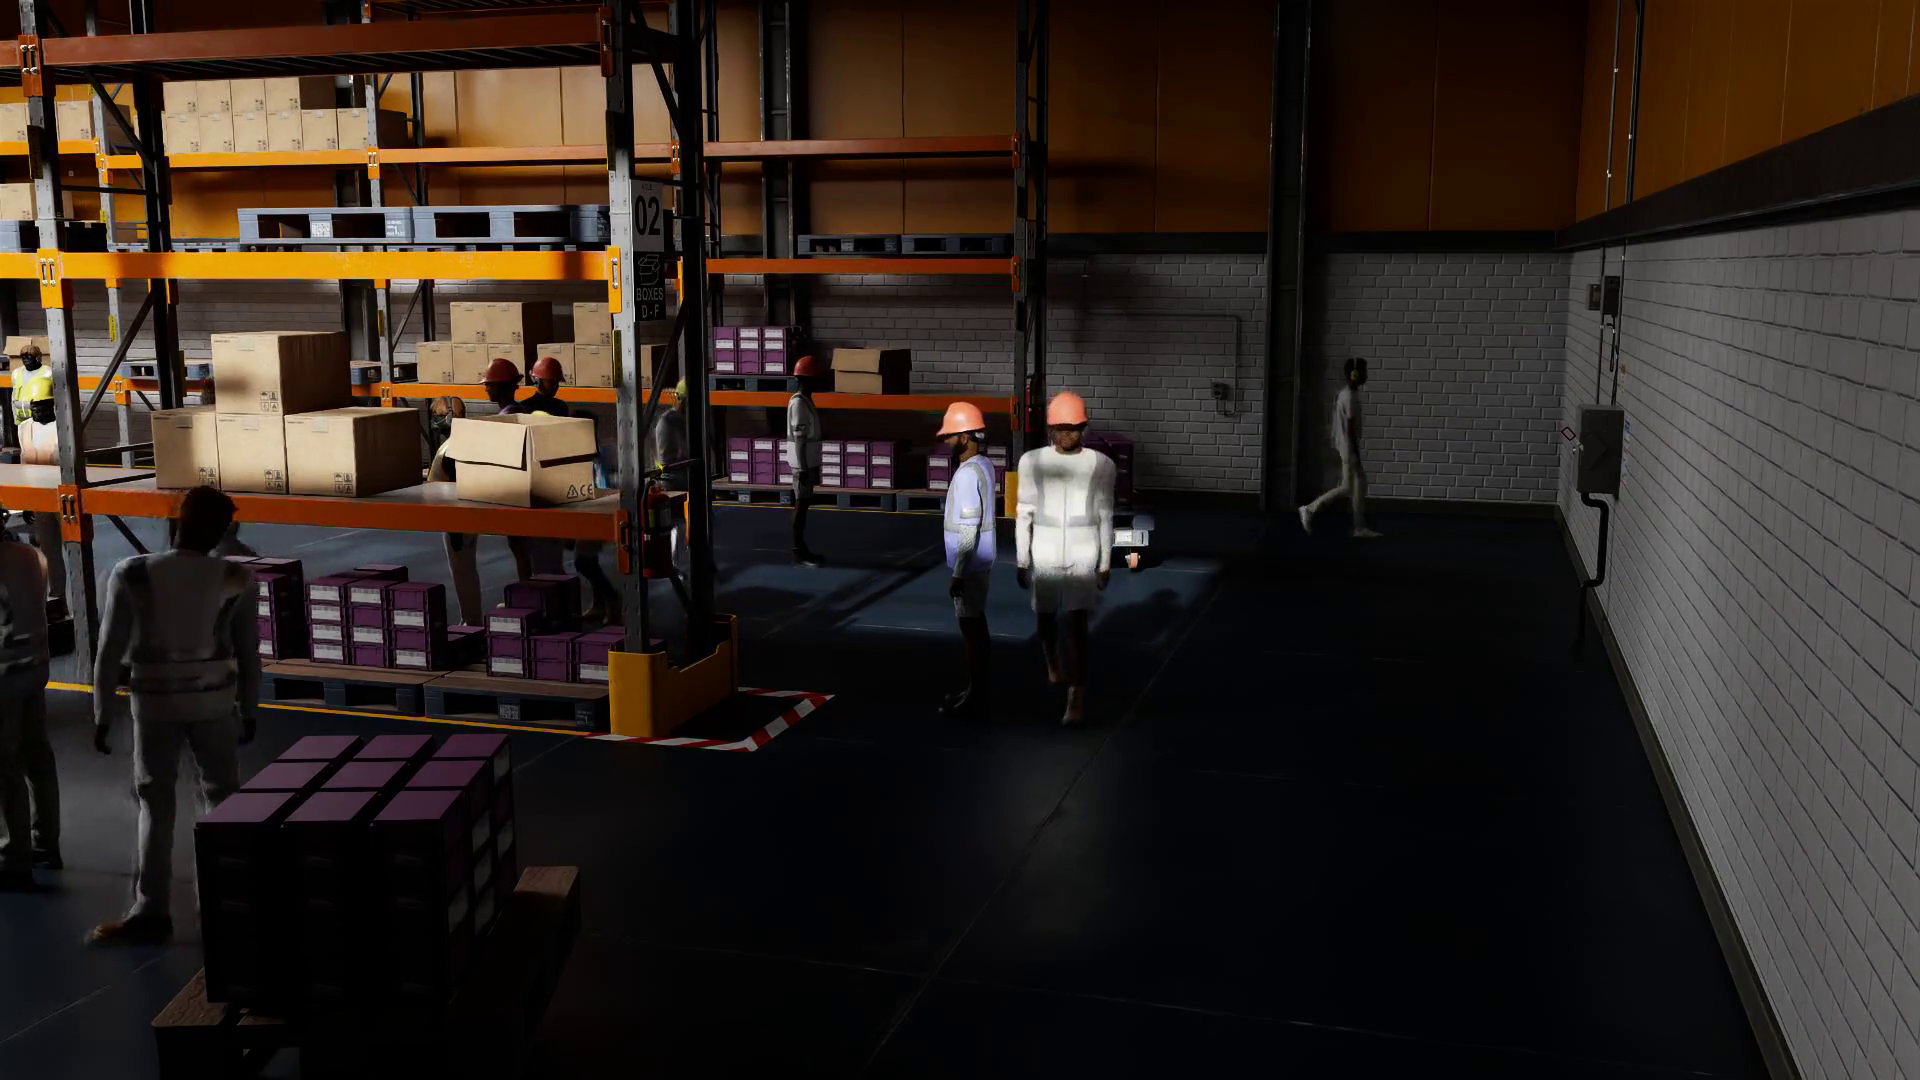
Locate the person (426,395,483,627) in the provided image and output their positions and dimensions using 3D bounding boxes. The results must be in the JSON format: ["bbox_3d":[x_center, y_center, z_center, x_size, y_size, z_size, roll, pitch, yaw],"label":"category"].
[{"bbox_3d":[-3.622,-0.123,11.964,0.430,1.836,0.619,-2,10,-13],"label":"person"}]

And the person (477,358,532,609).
[{"bbox_3d":[-3.506,-0.385,12.906,0.391,2.041,0.615,-2,9,-10],"label":"person"}]

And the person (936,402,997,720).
[{"bbox_3d":[0.037,0.126,10.116,0.359,1.936,0.544,2,9,10],"label":"person"}]

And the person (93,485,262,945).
[{"bbox_3d":[-3.242,0.713,6.818,0.738,1.863,0.350,-5,10,-26],"label":"person"}]

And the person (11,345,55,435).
[{"bbox_3d":[-10.944,-1.396,19.721,0.624,1.837,0.428,1,9,9],"label":"person"}]

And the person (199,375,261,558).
[{"bbox_3d":[-5.769,-0.362,13.143,0.732,1.924,0.651,-8,12,-41],"label":"person"}]

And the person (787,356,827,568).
[{"bbox_3d":[-1.392,-0.715,15.238,0.373,1.934,0.551,0,9,0],"label":"person"}]

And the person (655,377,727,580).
[{"bbox_3d":[-2.327,-0.518,14.445,0.750,1.797,0.630,6,11,34],"label":"person"}]

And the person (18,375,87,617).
[{"bbox_3d":[-6.994,-0.310,12.832,0.587,1.919,0.399,3,10,16],"label":"person"}]

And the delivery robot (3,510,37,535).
[{"bbox_3d":[-9.231,-0.195,15.987,0.477,0.478,0.707,2,10,13],"label":"delivery robot"}]

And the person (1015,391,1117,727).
[{"bbox_3d":[0.648,0.076,10.239,0.611,2.018,0.901,1,9,6],"label":"person"}]

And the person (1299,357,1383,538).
[{"bbox_3d":[3.880,-0.919,16.805,0.770,1.838,0.523,3,10,17],"label":"person"}]

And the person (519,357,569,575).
[{"bbox_3d":[-3.487,-0.552,14.077,0.388,1.991,0.609,5,10,26],"label":"person"}]

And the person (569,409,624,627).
[{"bbox_3d":[-2.776,-0.157,12.627,0.527,1.677,0.548,0,9,2],"label":"person"}]

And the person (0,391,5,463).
[{"bbox_3d":[-11.101,-1.192,18.822,0.660,1.721,0.490,7,12,38],"label":"person"}]

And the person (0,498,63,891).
[{"bbox_3d":[-4.244,0.637,7.334,0.404,1.827,0.589,0,9,2],"label":"person"}]

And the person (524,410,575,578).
[{"bbox_3d":[-2.943,-0.049,11.838,0.344,1.730,0.599,-8,12,-39],"label":"person"}]
